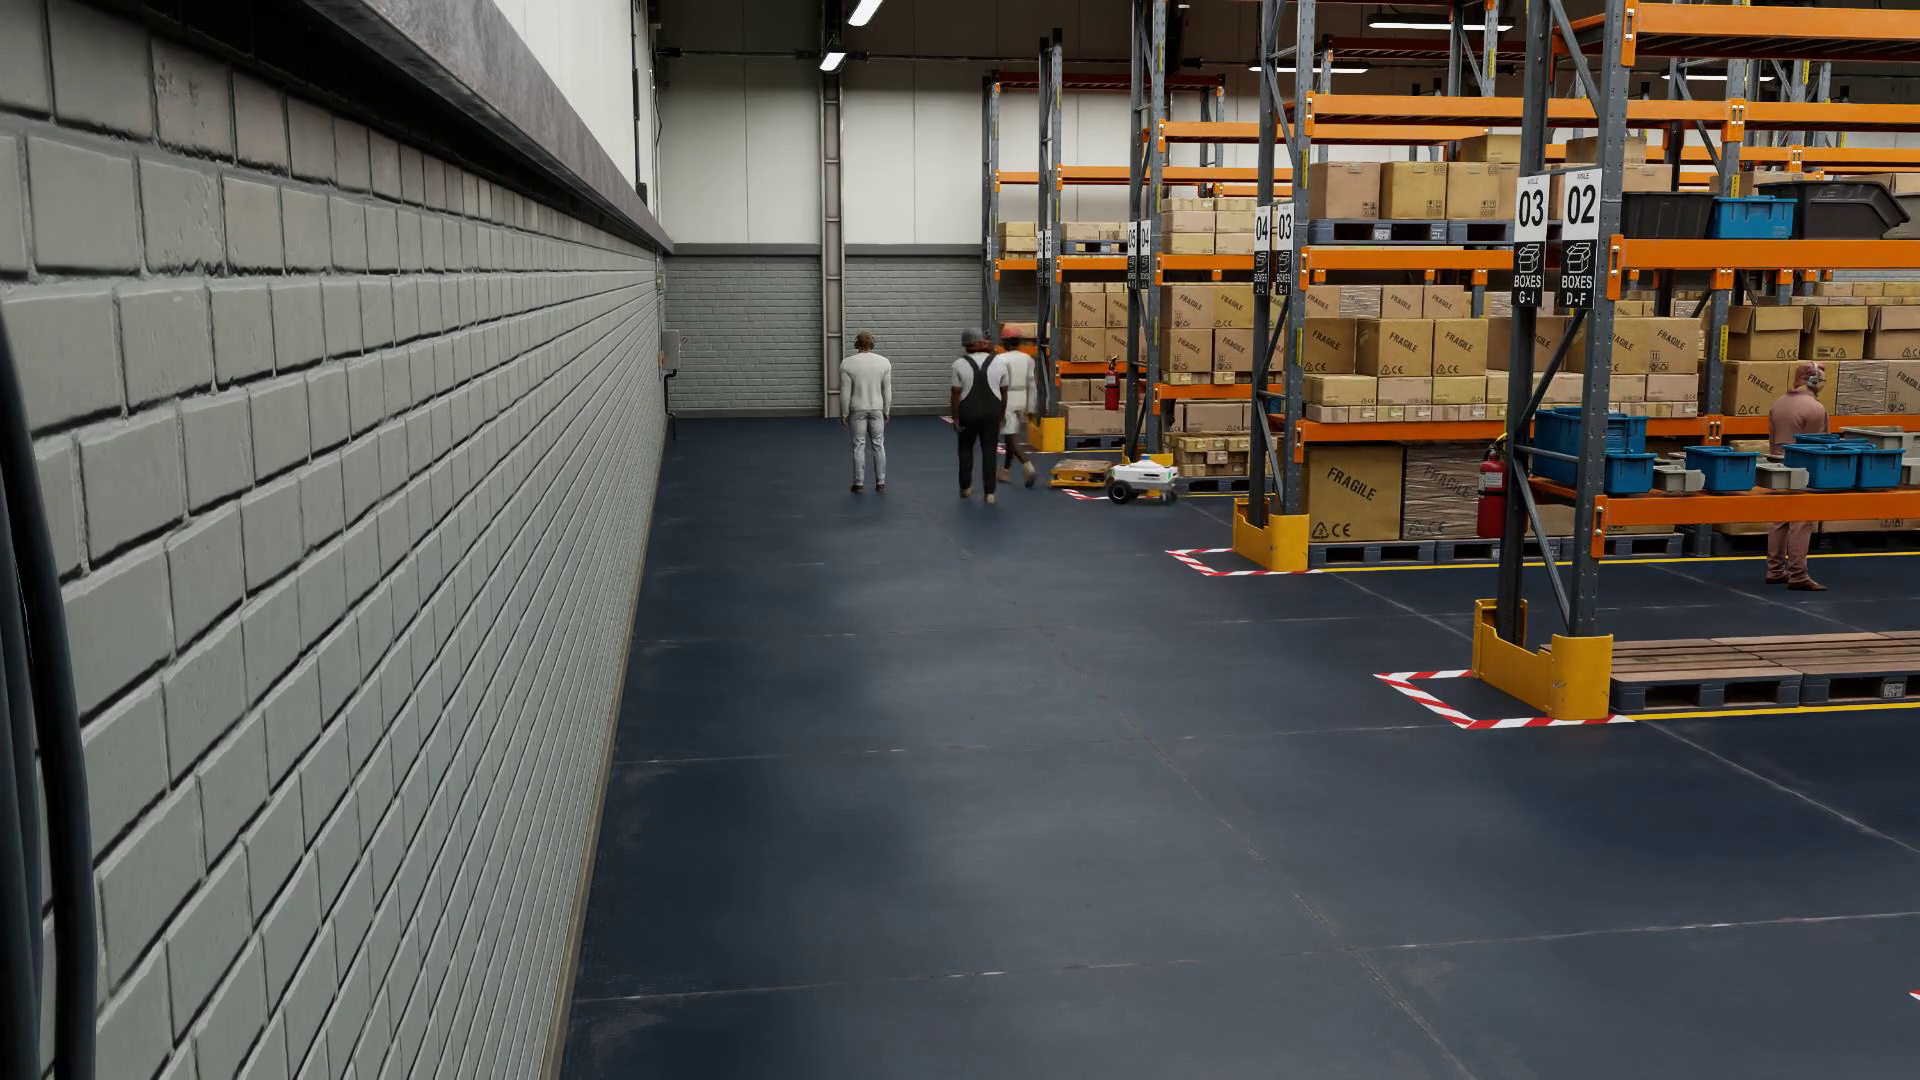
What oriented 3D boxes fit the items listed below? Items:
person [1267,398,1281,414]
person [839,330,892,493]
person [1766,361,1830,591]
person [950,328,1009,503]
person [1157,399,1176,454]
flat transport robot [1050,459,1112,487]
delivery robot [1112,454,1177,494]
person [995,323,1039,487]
[{"bbox_3d":[4.369,-2.023,23.221,0.389,1.846,0.567,-5,11,-29],"label":"person"},{"bbox_3d":[-1.129,-1.528,19.888,0.627,1.940,0.376,-2,9,-13],"label":"person"},{"bbox_3d":[7.016,-0.535,13.872,0.410,1.905,0.641,-1,9,-7],"label":"person"},{"bbox_3d":[0.207,-1.475,19.248,0.701,2.000,0.919,-1,9,-8],"label":"person"},{"bbox_3d":[2.511,-1.616,20.686,0.333,1.860,0.509,-4,10,-24],"label":"person"},{"bbox_3d":[1.527,-0.846,20.807,0.652,0.197,1.431,2,9,9],"label":"flat transport robot"},{"bbox_3d":[2.108,-0.734,18.954,0.707,0.478,0.477,3,10,21],"label":"delivery robot"},{"bbox_3d":[0.681,-1.658,20.476,0.608,2.017,0.949,-8,12,-40],"label":"person"}]
